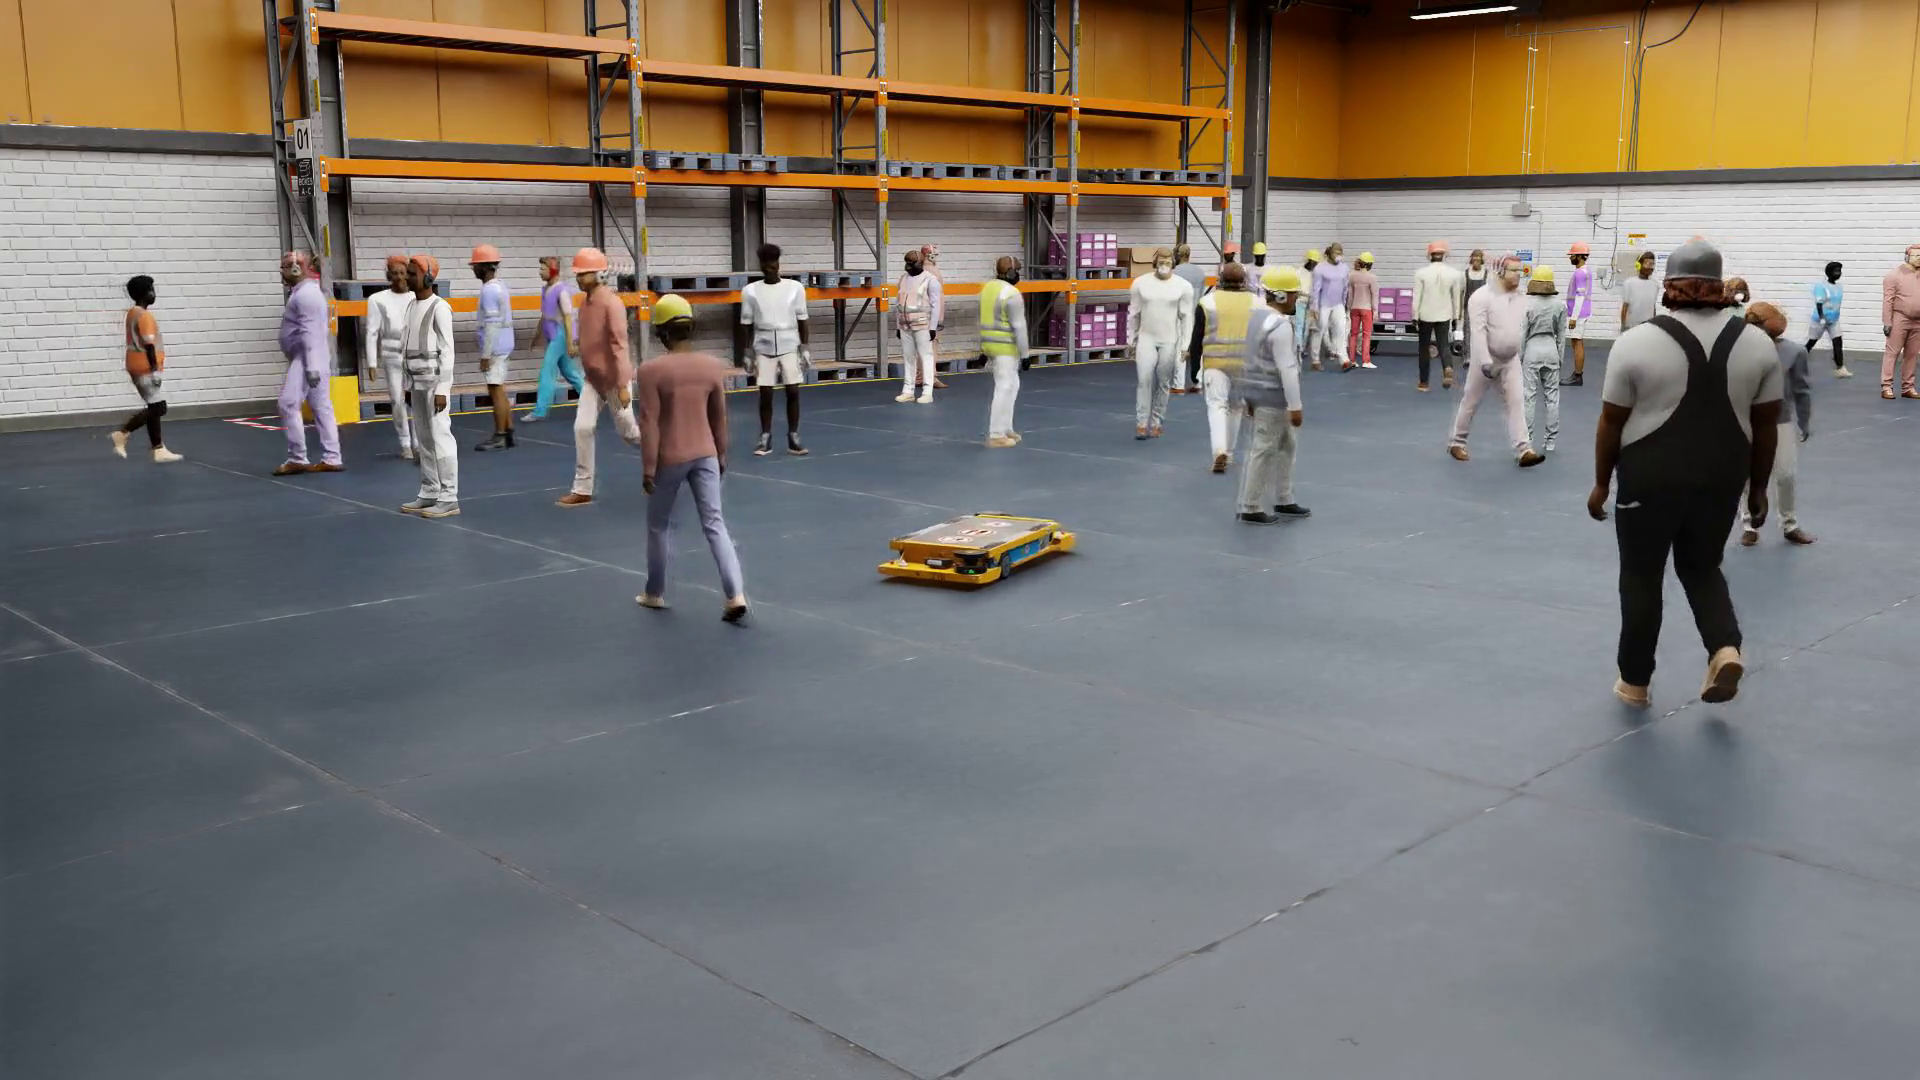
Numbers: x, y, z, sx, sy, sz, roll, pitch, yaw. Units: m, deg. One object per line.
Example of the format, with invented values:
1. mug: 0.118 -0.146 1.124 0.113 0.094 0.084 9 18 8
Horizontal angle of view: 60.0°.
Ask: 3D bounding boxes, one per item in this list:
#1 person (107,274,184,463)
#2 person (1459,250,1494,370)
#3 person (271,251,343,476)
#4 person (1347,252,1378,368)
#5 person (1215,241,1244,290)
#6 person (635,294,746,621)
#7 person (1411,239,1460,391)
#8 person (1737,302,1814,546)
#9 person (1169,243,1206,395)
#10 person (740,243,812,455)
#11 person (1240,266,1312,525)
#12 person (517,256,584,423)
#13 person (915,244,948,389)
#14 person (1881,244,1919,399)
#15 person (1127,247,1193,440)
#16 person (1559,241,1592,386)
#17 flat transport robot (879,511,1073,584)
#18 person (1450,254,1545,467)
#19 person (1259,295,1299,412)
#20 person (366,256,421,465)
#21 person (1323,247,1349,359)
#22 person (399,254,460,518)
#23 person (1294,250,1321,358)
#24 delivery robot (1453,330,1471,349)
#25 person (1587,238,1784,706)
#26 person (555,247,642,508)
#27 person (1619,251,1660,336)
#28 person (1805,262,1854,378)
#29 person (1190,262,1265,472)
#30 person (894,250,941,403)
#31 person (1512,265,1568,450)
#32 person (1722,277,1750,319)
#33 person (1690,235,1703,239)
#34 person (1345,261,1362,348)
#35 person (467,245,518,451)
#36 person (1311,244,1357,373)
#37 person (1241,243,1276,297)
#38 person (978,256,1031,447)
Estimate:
1. person: -7.222 -1.493 14.644 0.552 1.682 0.546 -7 13 -35
2. person: 7.788 -3.467 25.135 0.511 1.782 0.999 3 11 14
3. person: -5.613 -1.484 14.046 0.708 1.882 0.683 -3 11 -15
4. person: 6.159 -3.502 25.394 0.311 1.768 0.531 -9 14 -41
5. person: 4.459 -3.976 27.539 0.542 1.925 0.465 7 13 34
6. person: -1.430 -0.433 8.782 0.541 1.726 0.896 -8 13 -38
7. person: 6.155 -2.891 21.503 0.622 1.978 0.675 0 10 -1
8. person: 5.228 -0.739 10.773 0.580 1.597 0.415 4 11 21
9. person: 2.838 -2.798 21.143 0.644 1.927 0.390 -6 12 -31
10. person: -1.693 -1.744 15.335 0.657 1.951 0.422 -1 10 -4
11. person: 2.272 -0.994 11.598 0.704 1.805 0.619 -1 10 -6
12. person: -4.362 -2.191 18.161 0.965 1.806 0.591 -6 12 -28
13. person: -0.414 -2.963 22.069 0.402 1.906 0.651 -9 13 -39
14. person: 11.748 -2.695 20.606 0.642 1.909 0.408 -1 10 -7
15. person: 1.958 -1.914 16.369 0.640 1.896 0.933 1 10 7
16. person: 8.310 -3.043 22.421 0.354 1.939 0.544 5 12 26
17. flat transport robot: 0.127 0.030 10.210 0.652 0.197 1.431 5 12 26
18. person: 4.738 -1.575 14.666 0.638 1.851 1.054 -3 11 -17
19. person: 3.489 -2.146 18.358 0.513 1.630 0.442 5 11 23
20. person: -4.944 -1.586 14.768 0.605 1.822 1.004 -4 11 -21
21. person: 6.082 -3.898 27.359 0.609 1.828 0.710 2 11 8
22. person: -3.847 -1.107 12.011 0.355 1.885 0.576 -10 14 -44
23. person: 5.648 -3.833 27.172 0.656 1.772 0.823 -1 10 -5
24. delivery robot: 8.658 -3.397 27.868 0.707 0.478 0.477 6 12 30
25. person: 3.063 -0.280 7.069 0.704 2.000 0.612 1 10 3
26. person: -2.564 -1.225 12.511 0.966 1.954 0.626 -9 14 -41
27. person: 8.007 -2.496 19.713 0.524 1.848 0.848 -2 11 -9
28. person: 12.372 -3.147 23.771 0.535 1.653 0.885 -3 11 -18
29. person: 2.322 -1.496 14.375 0.632 1.805 0.937 0 10 0
30. person: -0.534 -2.574 20.135 0.625 1.840 0.430 8 13 38
31. person: 5.447 -1.707 15.664 0.485 1.745 0.296 -1 10 -4
32. person: 7.490 -1.757 16.256 0.512 1.619 0.528 0 10 -2
33. person: 11.620 -3.825 26.500 0.890 2.009 0.616 8 13 39
34. person: 7.177 -4.250 29.931 0.531 1.597 0.865 8 13 38
35. person: -4.399 -1.791 15.633 0.405 1.927 0.578 0 10 -2
36. person: 5.513 -3.409 24.549 0.665 1.881 1.009 -4 11 -19
37. person: 4.704 -3.709 26.172 0.616 1.884 0.926 1 10 8
38. person: 0.493 -1.799 15.939 0.606 1.825 0.658 -6 12 -28
